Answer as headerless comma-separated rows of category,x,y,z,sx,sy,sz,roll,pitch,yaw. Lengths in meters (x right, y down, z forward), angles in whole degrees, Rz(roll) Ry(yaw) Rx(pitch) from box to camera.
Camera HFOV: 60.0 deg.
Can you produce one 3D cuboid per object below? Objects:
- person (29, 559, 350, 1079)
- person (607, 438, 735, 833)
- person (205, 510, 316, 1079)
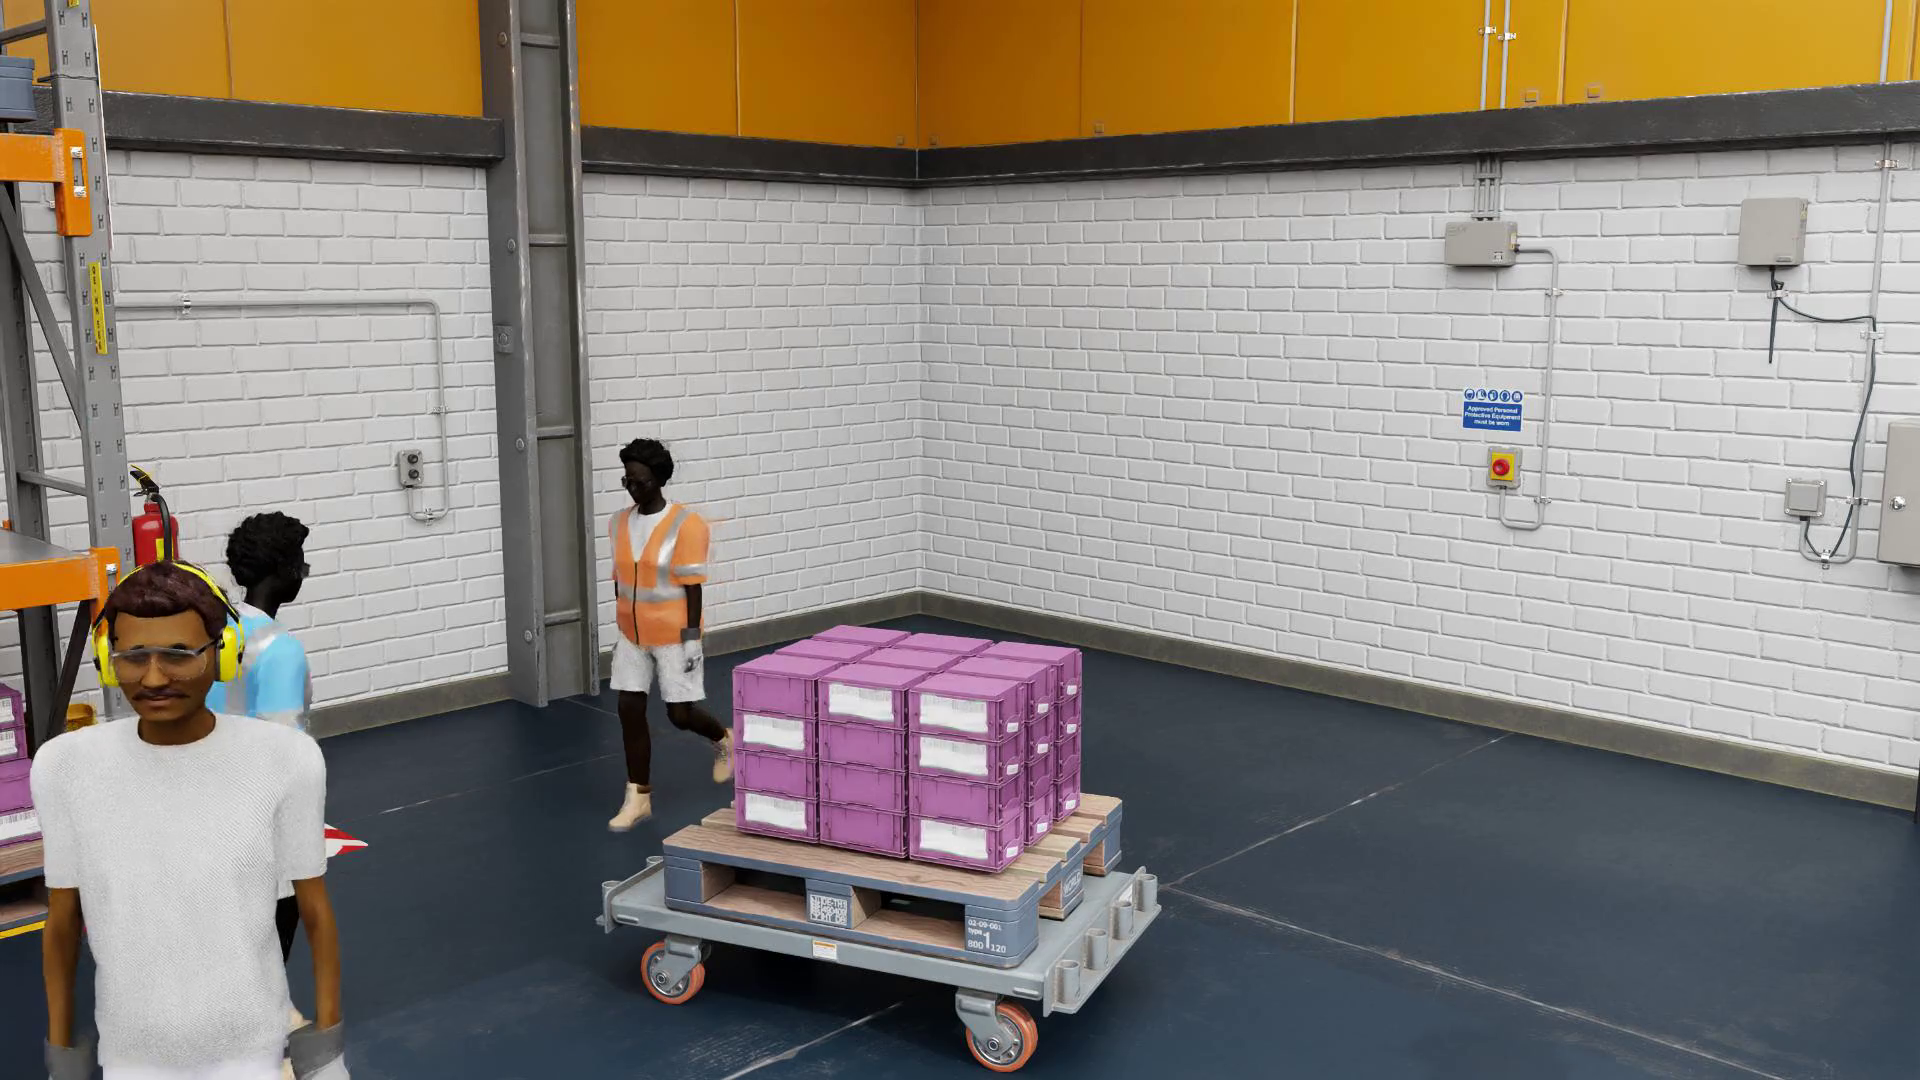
person,-1.403,0.948,3.045,0.544,1.860,0.412,-3,10,-15
person,-1.237,0.377,7.111,0.536,1.673,0.633,5,10,28
person,-2.065,0.748,4.888,0.461,1.658,0.571,-8,12,-41
